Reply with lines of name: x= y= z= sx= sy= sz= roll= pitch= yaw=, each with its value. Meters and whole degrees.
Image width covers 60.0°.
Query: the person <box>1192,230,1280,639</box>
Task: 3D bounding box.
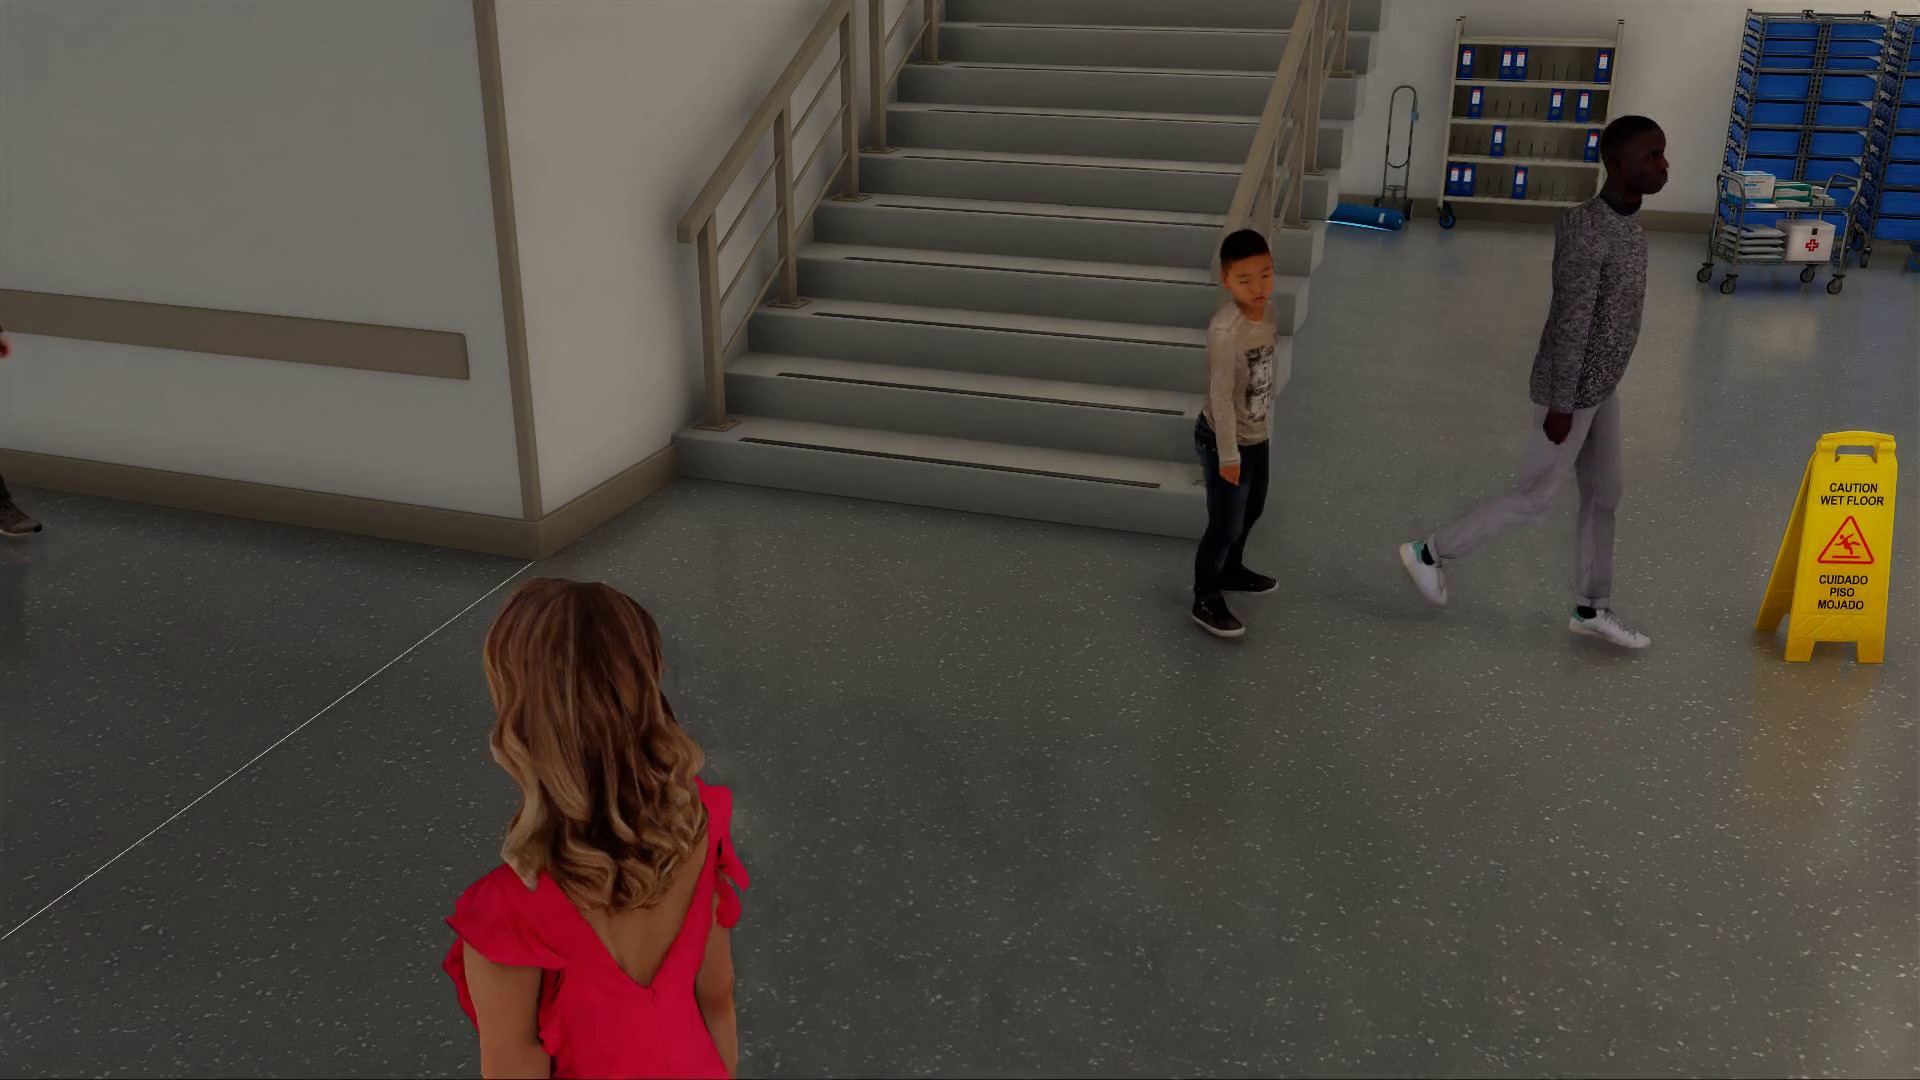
person: x=0.940 y=-0.361 z=5.791 sx=0.837 sy=1.440 sz=0.549 roll=7 pitch=22 yaw=18

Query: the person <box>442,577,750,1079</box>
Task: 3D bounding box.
person: x=-0.365 y=0.884 z=2.135 sx=0.786 sy=1.701 sz=0.967 roll=14 pitch=25 yaw=32

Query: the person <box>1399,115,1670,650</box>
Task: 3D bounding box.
person: x=1.998 y=-0.518 z=5.696 sx=1.001 sy=1.800 sz=1.142 roll=13 pitch=24 yaw=31
